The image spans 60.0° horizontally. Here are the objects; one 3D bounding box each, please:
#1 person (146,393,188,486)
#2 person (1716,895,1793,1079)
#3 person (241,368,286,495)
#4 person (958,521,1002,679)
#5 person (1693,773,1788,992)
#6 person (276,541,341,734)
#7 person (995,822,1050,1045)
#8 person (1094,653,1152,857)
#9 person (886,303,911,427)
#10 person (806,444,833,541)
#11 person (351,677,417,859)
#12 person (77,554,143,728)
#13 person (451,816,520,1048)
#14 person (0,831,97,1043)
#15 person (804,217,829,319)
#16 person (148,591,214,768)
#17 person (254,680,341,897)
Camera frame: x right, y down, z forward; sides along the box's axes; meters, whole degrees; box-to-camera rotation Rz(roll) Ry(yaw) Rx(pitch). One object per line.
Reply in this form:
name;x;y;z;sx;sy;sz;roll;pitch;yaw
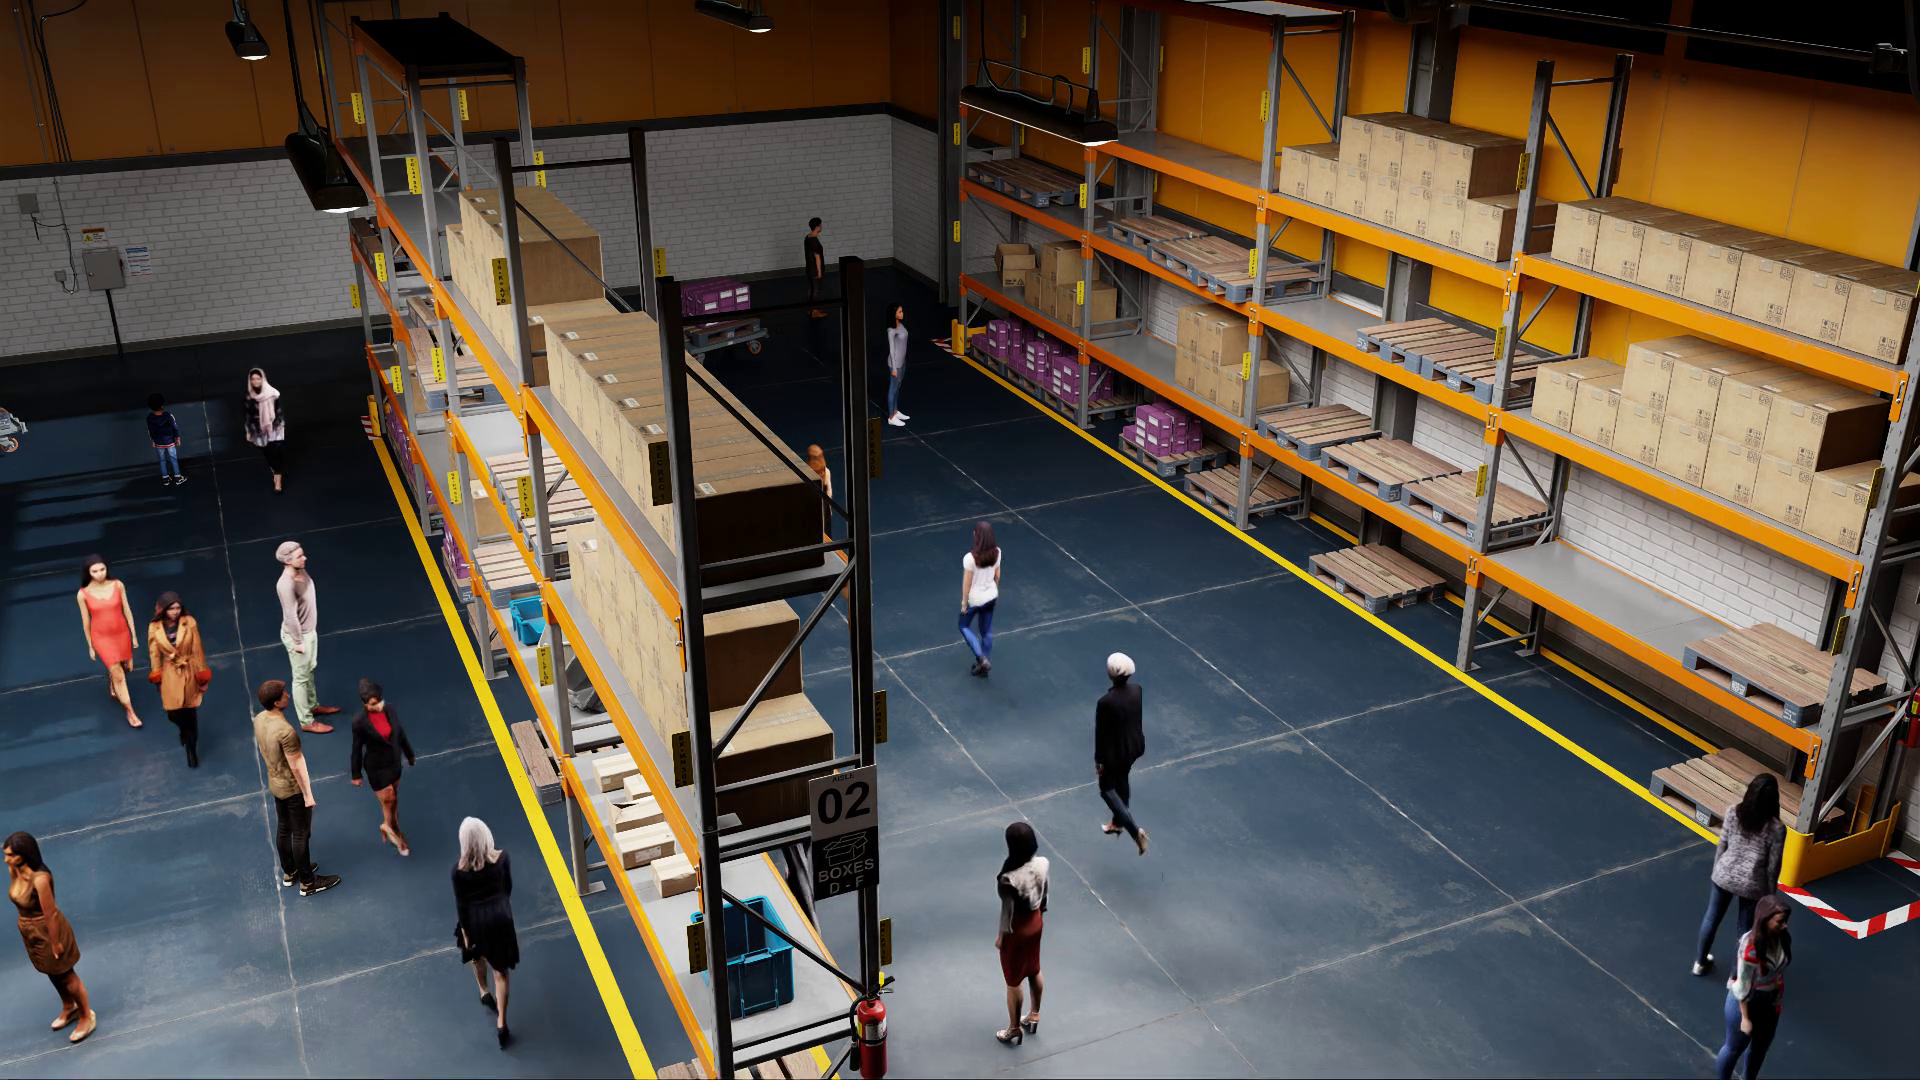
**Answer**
person;-10.218;-1.298;21.346;0.574;1.220;0.571;-3;24;-6
person;5.198;3.025;10.971;0.617;1.610;0.560;-9;25;-19
person;-8.829;-1.439;21.185;0.755;1.608;0.991;-4;24;-9
person;0.252;0.642;16.342;0.676;1.674;0.706;-17;29;-34
person;5.679;2.467;12.098;0.609;1.730;0.737;19;30;36
person;-6.162;0.878;15.554;0.804;1.874;0.655;-3;24;-6
person;0.423;2.716;11.500;0.655;1.753;0.618;-21;31;-39
person;1.335;1.691;13.092;0.810;1.766;0.974;-15;28;-30
person;-0.908;-2.492;23.435;0.745;1.736;0.661;5;24;12
person;-1.601;-0.298;18.552;0.589;1.626;0.606;-14;27;-30
person;-4.776;1.869;13.607;0.817;1.617;0.800;13;27;28
person;-8.037;0.912;15.700;0.810;1.694;1.118;-21;31;-40
person;-3.230;2.727;11.509;0.570;1.725;0.819;-10;26;-22
person;-6.337;2.738;11.536;0.606;1.684;0.701;14;27;29
person;-2.499;-4.672;28.450;0.663;1.713;0.468;-11;26;-24
person;-6.988;1.220;14.982;0.715;1.705;0.777;-7;25;-15
person;-5.319;1.936;13.160;0.663;1.851;0.811;18;30;36
